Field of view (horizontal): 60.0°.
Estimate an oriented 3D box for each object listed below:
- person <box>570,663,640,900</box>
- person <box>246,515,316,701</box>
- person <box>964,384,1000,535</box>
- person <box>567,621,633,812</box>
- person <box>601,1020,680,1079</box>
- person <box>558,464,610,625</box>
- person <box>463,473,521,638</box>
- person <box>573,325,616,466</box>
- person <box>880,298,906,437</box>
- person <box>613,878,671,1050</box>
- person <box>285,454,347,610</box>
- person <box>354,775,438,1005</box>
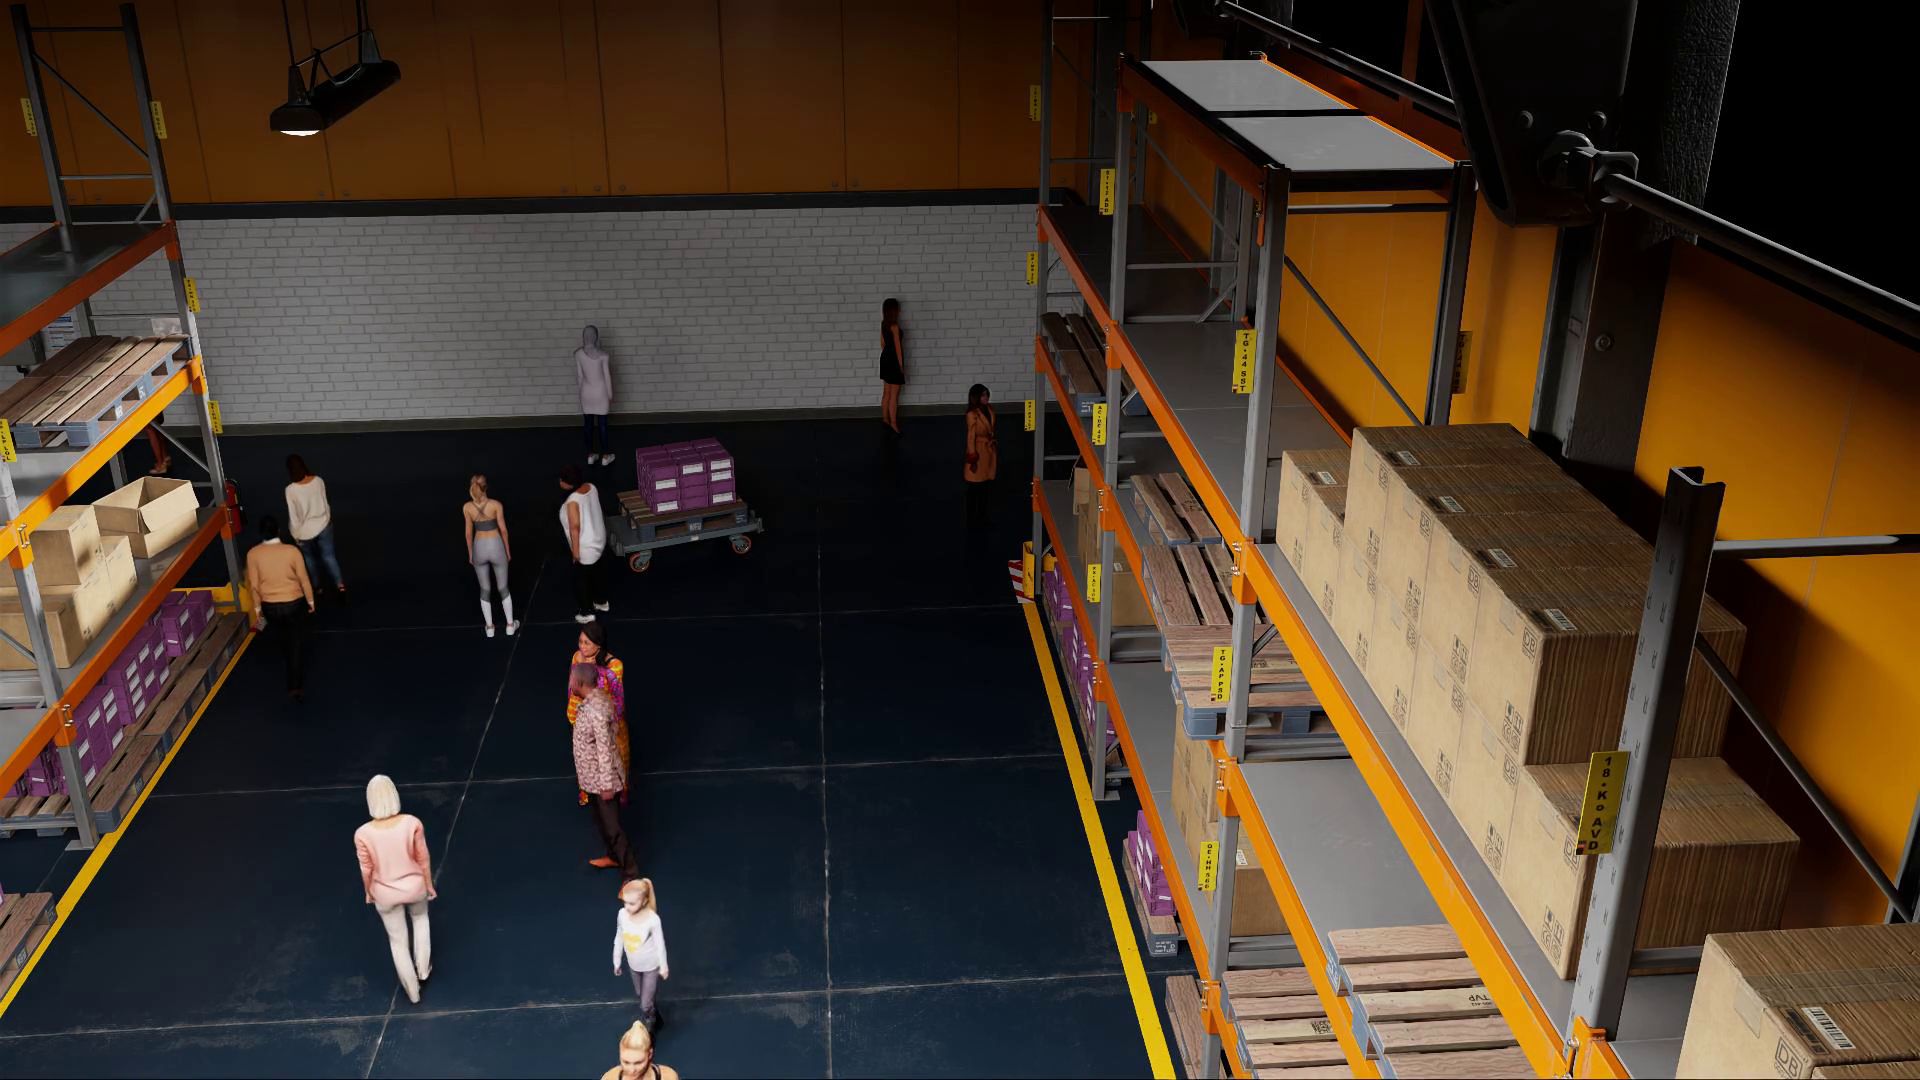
[{"bbox_3d":[-2.650,1.771,12.485,1.026,1.781,0.716,-15,28,-31],"label":"person"},{"bbox_3d":[-6.169,0.639,15.137,0.716,1.732,1.164,-3,24,-7],"label":"person"},{"bbox_3d":[0.229,-0.929,18.739,0.826,1.720,0.757,17,29,34],"label":"person"},{"bbox_3d":[-2.926,1.404,13.444,0.763,1.686,0.799,10,25,21],"label":"person"},{"bbox_3d":[-1.695,3.297,8.986,0.625,1.788,1.177,0,24,-1],"label":"person"},{"bbox_3d":[-3.752,0.031,16.596,0.856,1.677,0.728,9,25,19],"label":"person"},{"bbox_3d":[-4.619,0.142,16.309,0.554,1.703,0.531,-3,24,-6],"label":"person"},{"bbox_3d":[-4.548,-1.799,20.659,0.650,1.775,0.602,3,24,7],"label":"person"},{"bbox_3d":[-0.887,-2.252,21.623,0.716,1.833,0.605,-14,27,-29],"label":"person"},{"bbox_3d":[-2.036,2.741,10.910,0.655,1.266,0.737,12,26,25],"label":"person"},{"bbox_3d":[-6.507,-0.056,16.838,1.013,1.642,1.131,-20,31,-38],"label":"person"},{"bbox_3d":[-3.760,2.383,11.166,0.699,1.716,0.719,-10,25,-21],"label":"person"}]
